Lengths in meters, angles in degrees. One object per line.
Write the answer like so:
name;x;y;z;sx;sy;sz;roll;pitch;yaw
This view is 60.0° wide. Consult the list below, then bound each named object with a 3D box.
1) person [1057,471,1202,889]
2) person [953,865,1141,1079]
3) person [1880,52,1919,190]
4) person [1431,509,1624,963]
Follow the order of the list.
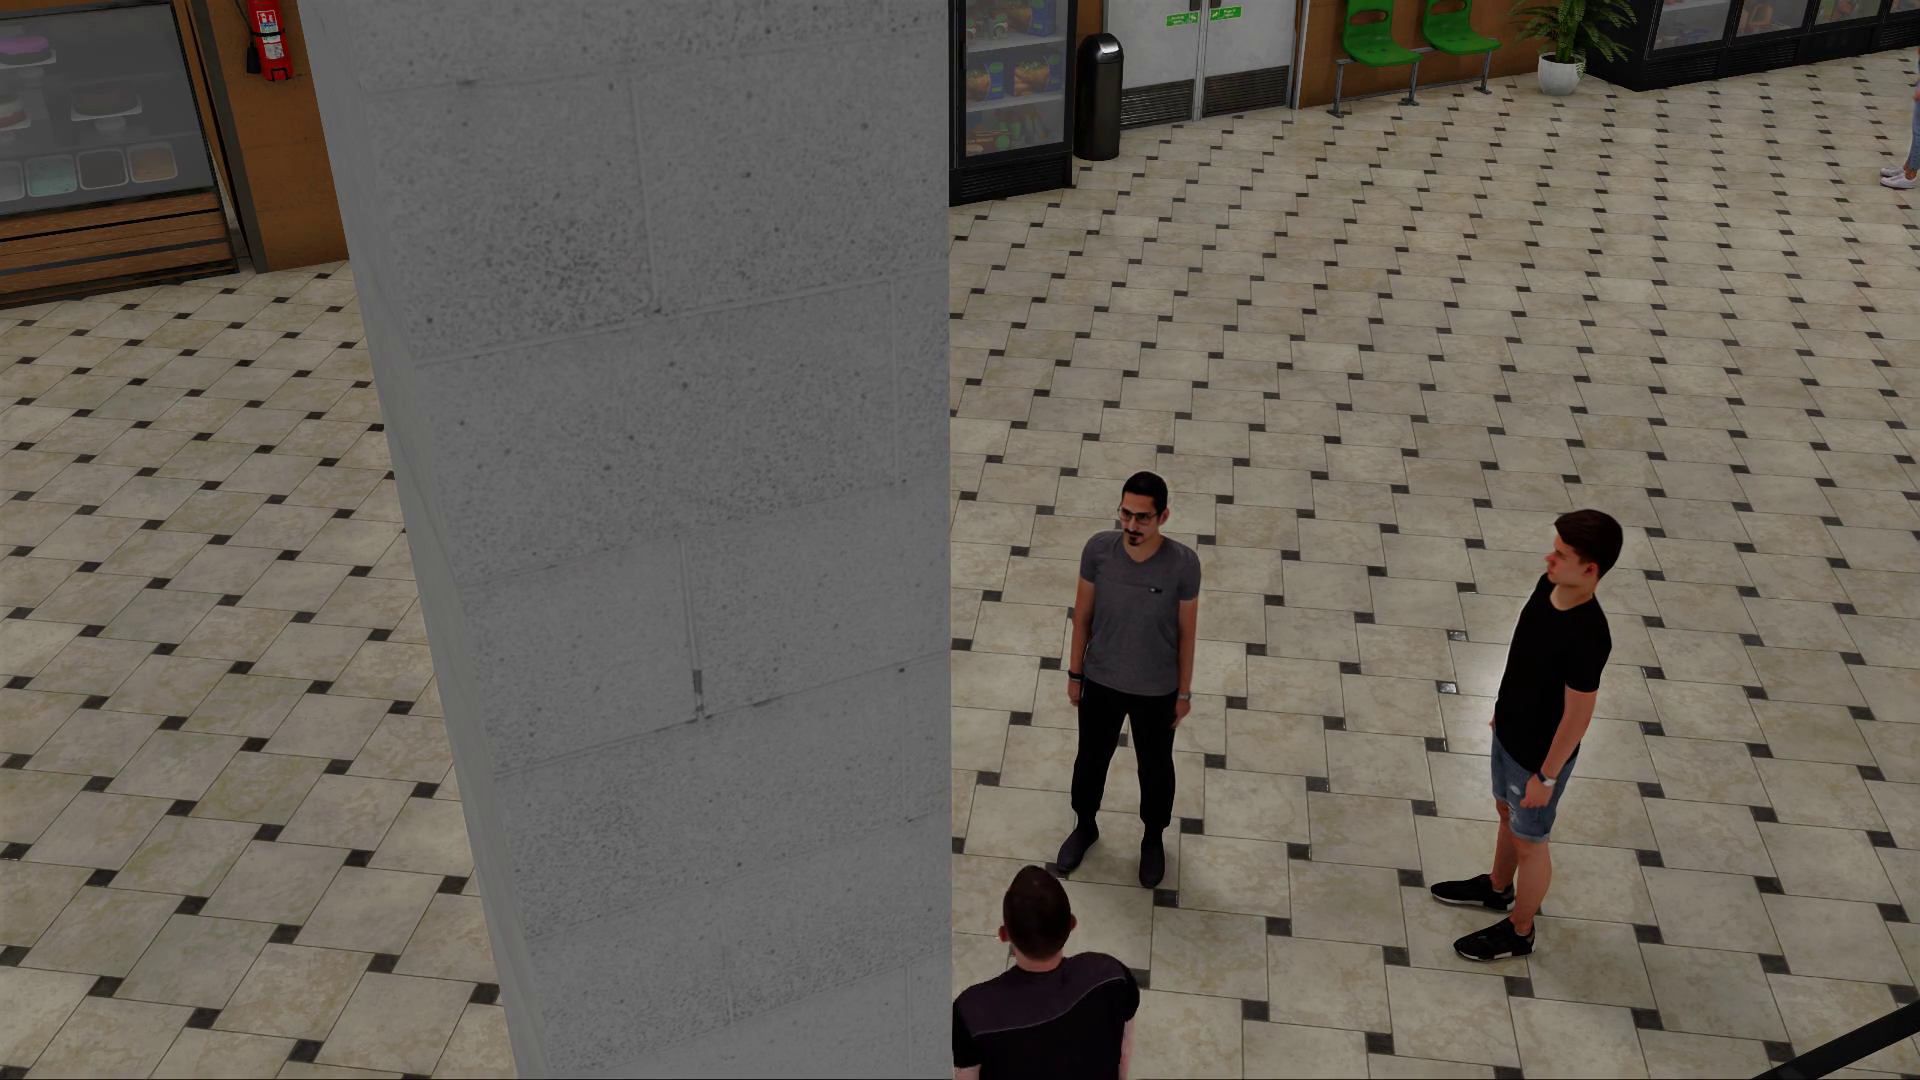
person;0.641;0.515;6.225;0.702;1.755;0.745;8;33;13
person;0.241;1.627;4.376;0.809;1.820;1.053;-8;33;-13
person;7.511;-3.572;12.843;0.713;1.704;0.683;15;35;23
person;2.040;0.693;5.853;0.793;1.846;0.644;-1;32;-1
